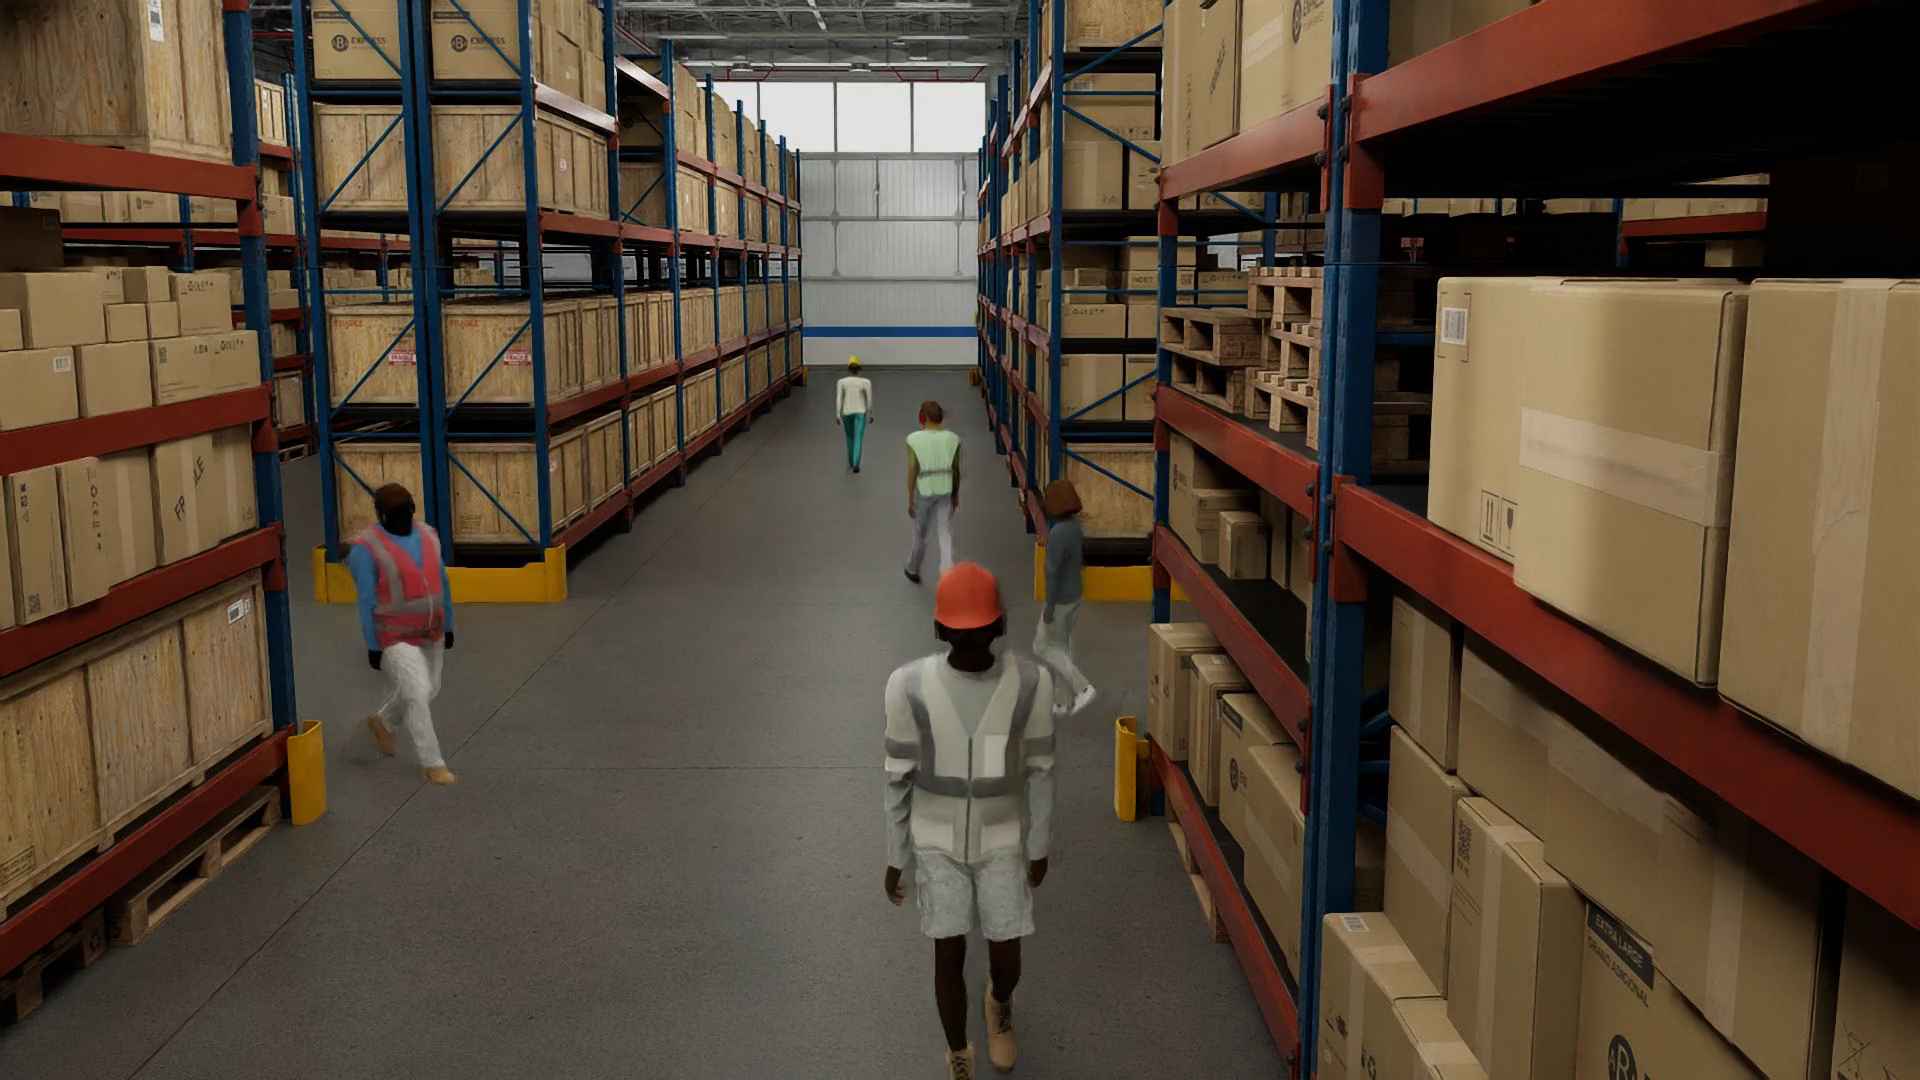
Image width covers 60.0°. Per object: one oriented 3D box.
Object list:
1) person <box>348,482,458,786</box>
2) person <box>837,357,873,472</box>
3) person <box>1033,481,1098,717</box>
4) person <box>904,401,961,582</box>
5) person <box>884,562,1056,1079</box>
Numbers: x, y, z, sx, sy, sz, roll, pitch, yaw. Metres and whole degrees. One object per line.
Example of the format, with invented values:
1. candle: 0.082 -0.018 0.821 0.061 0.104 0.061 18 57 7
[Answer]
1. person: -3.337 0.538 9.860 0.772 1.810 0.640 6 11 31
2. person: -1.579 -1.891 24.986 0.536 1.725 0.889 0 9 2
3. person: 0.701 0.412 11.161 0.397 1.621 0.530 4 10 22
4. person: -0.258 -0.420 15.787 0.582 1.795 0.993 -4 10 -21
5. person: 0.036 1.063 5.956 0.614 2.023 0.502 0 9 0
